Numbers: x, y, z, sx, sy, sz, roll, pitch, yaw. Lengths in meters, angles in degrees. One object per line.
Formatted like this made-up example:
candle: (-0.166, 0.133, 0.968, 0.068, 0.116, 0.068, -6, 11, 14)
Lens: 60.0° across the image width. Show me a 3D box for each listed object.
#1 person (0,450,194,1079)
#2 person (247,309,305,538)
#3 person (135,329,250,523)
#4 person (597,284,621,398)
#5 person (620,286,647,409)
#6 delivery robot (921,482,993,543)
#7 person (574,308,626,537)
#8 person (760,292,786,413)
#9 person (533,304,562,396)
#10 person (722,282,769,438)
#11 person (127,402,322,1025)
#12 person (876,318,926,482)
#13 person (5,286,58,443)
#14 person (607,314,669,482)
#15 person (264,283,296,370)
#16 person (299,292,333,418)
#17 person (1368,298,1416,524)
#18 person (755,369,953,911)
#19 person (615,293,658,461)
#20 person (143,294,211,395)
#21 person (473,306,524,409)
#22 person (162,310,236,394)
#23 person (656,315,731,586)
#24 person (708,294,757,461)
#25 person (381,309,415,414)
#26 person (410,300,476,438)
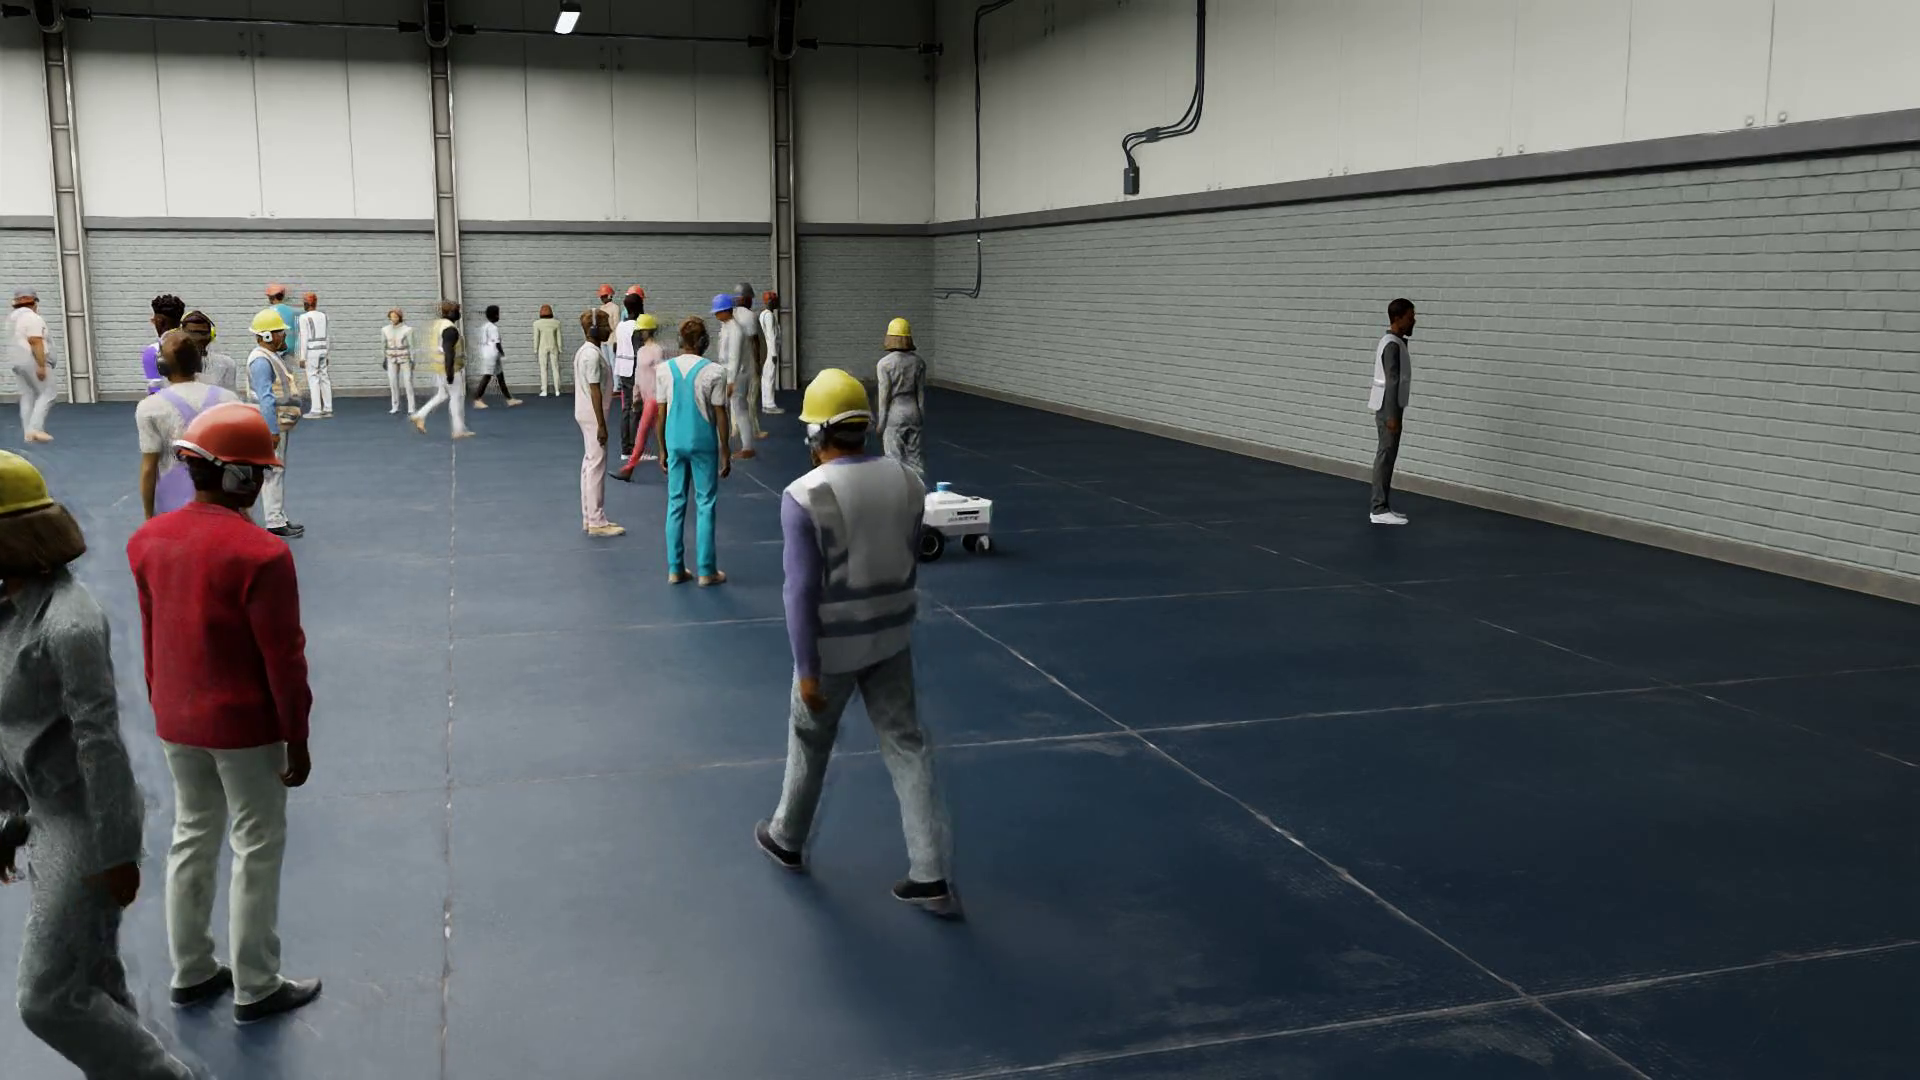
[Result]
person: (-2.005, 0.651, 3.680, 0.396, 1.720, 0.492, -8, 12, -42)
person: (-5.513, -0.932, 13.406, 0.404, 1.837, 0.590, -3, 9, -17)
person: (-3.838, -0.145, 8.398, 0.539, 1.833, 0.527, -8, 12, -43)
person: (-6.195, -3.503, 29.305, 0.379, 1.994, 0.611, -9, 12, -44)
person: (-4.826, -2.775, 24.708, 0.414, 1.985, 0.611, -6, 11, -34)
delivery robot: (-0.119, -0.188, 12.430, 0.707, 0.478, 0.477, -4, 10, -24)
person: (-2.937, -0.948, 13.476, 0.341, 1.846, 0.510, -3, 10, -21)
person: (-2.943, -2.911, 25.887, 0.355, 1.882, 0.575, -3, 9, -18)
person: (-7.340, -3.372, 29.618, 0.507, 1.631, 0.274, -4, 10, -26)
person: (-2.792, -2.364, 21.888, 0.538, 2.000, 0.684, -8, 12, -41)
person: (-2.037, 0.485, 4.677, 0.575, 1.739, 0.353, 4, 10, 23)
person: (-0.516, -1.037, 14.369, 0.486, 1.744, 0.294, -7, 11, -36)
person: (-11.811, -2.252, 21.176, 0.728, 2.000, 0.555, 5, 10, 30)
person: (-3.210, -1.457, 17.108, 0.931, 1.715, 0.543, -6, 10, -32)
person: (-10.624, -3.004, 26.028, 0.503, 2.031, 0.624, 4, 10, 26)
person: (-9.674, -2.765, 24.944, 0.337, 1.882, 0.584, 3, 9, 19)
person: (3.678, -1.101, 14.222, 0.371, 1.916, 0.597, 2, 9, 13)
person: (-0.364, 0.325, 5.578, 0.605, 1.786, 0.954, -7, 11, -37)
person: (-3.746, -1.863, 19.078, 0.378, 1.917, 0.598, -6, 11, -33)
person: (-5.926, -0.873, 12.613, 0.367, 1.967, 0.601, 3, 9, 20)
person: (-7.475, -2.932, 26.722, 0.824, 1.657, 0.540, -3, 10, -20)
person: (-5.390, -0.696, 11.834, 0.517, 1.857, 0.348, -4, 10, -22)
person: (-1.799, -0.595, 11.274, 0.512, 1.835, 0.359, 2, 9, 13)
person: (-2.659, -1.828, 18.922, 0.751, 1.898, 0.644, -4, 10, -22)
person: (-8.681, -2.756, 25.720, 0.522, 1.624, 0.329, 0, 9, 2)
person: (-6.777, -2.228, 21.736, 0.736, 1.820, 0.638, -5, 10, -31)
